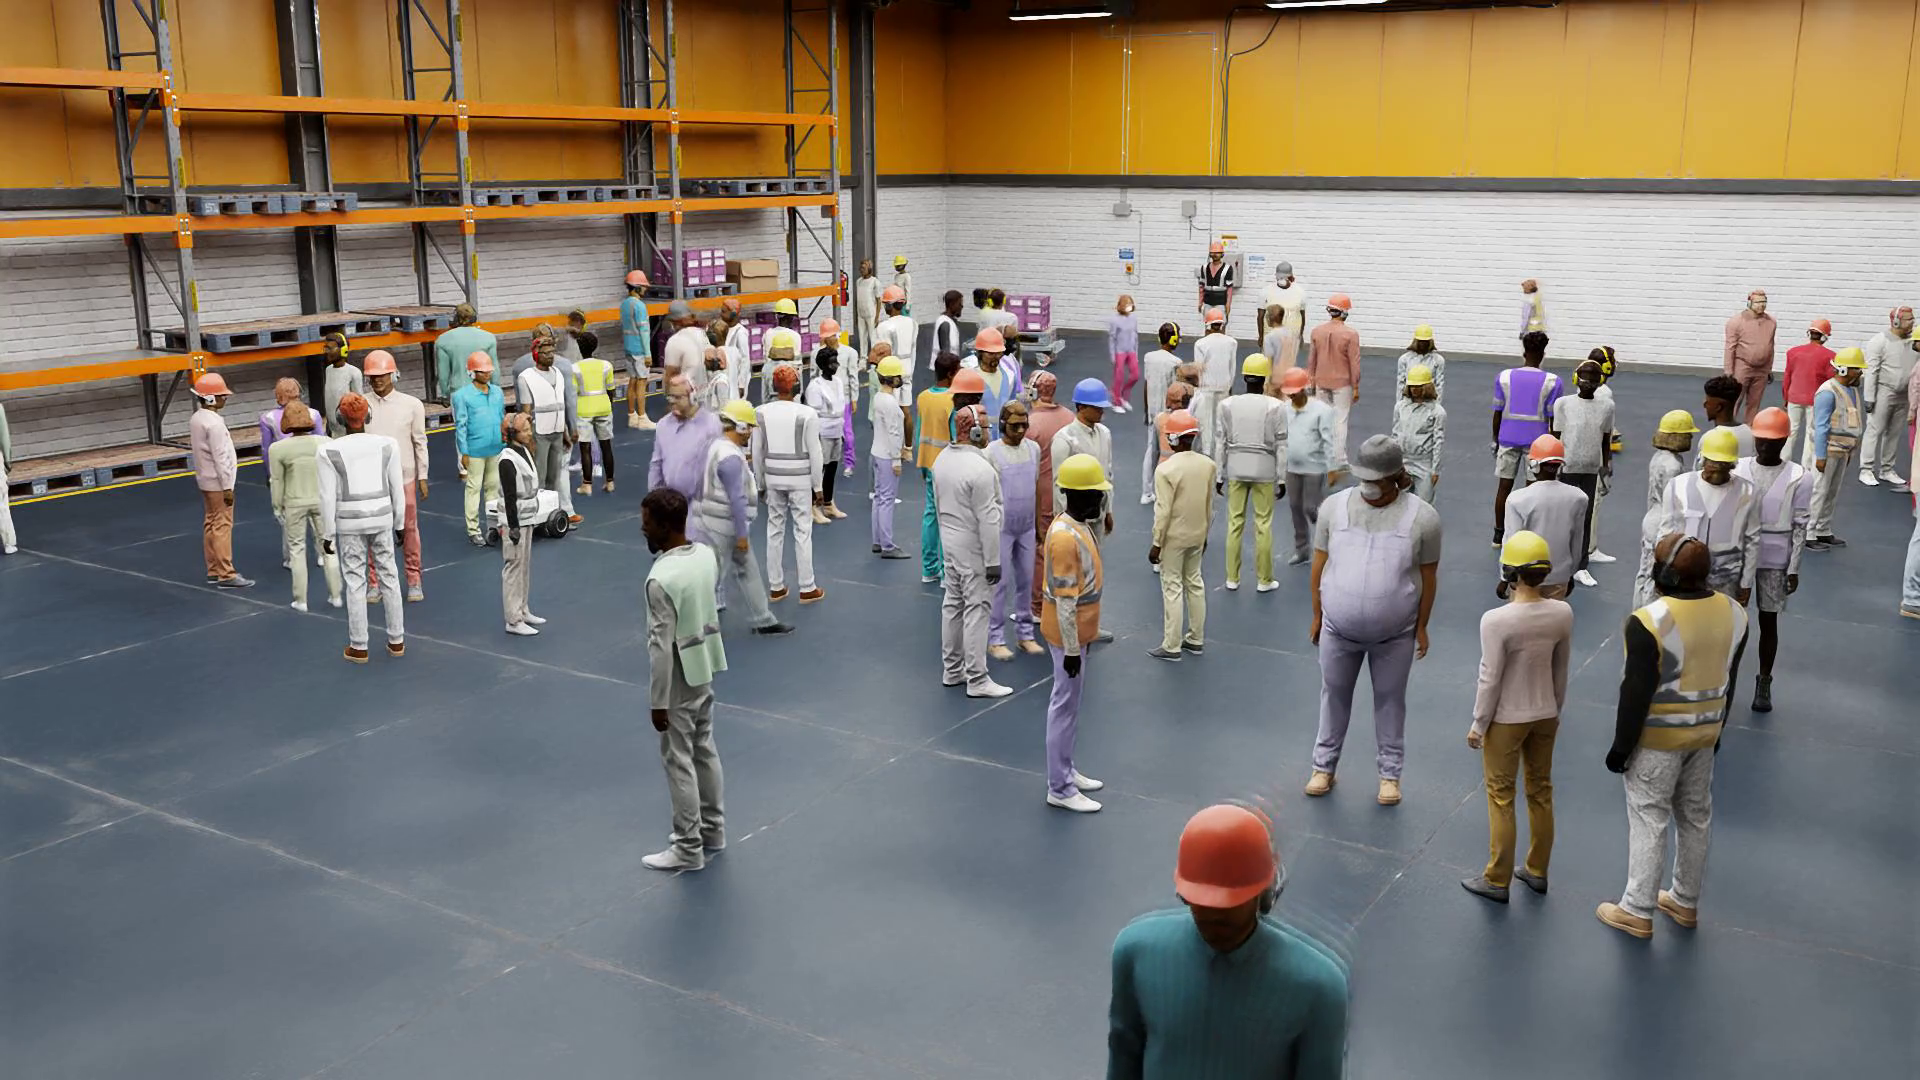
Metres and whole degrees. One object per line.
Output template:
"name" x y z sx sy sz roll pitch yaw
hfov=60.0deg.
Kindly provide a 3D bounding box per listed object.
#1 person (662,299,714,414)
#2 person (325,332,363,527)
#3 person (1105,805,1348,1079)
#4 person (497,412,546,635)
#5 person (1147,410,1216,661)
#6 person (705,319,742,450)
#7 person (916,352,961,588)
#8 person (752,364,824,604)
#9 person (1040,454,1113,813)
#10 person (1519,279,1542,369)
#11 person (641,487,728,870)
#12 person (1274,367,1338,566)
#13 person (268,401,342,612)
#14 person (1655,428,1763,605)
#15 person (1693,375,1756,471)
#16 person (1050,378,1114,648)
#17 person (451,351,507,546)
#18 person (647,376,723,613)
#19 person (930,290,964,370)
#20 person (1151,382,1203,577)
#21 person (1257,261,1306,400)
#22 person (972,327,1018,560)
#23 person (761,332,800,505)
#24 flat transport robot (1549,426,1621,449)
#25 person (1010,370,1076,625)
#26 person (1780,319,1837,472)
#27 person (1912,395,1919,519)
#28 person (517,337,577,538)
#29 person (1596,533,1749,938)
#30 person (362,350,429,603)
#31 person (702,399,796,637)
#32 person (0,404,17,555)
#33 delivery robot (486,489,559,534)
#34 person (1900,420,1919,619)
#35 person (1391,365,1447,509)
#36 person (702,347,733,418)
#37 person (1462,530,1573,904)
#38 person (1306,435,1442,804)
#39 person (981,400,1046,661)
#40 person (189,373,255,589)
"person" -2.797 -1.551 17.531 0.751 2.000 0.702 7 15 28
"person" -5.769 -1.013 15.563 0.521 1.877 0.328 8 15 32
"person" 0.622 1.594 4.105 0.625 1.939 1.010 4 14 18
"person" -3.243 -0.127 12.238 0.310 1.638 0.523 -1 13 -2
"person" 1.521 -0.036 11.590 0.575 1.749 0.336 -11 17 -40
"person" -2.432 -1.335 17.025 0.346 1.847 0.506 6 14 24
"person" -0.136 -0.569 13.542 0.377 1.917 0.600 -9 16 -35
"person" -1.336 -0.431 13.024 0.574 1.883 0.355 4 14 16
"person" 0.621 0.487 8.941 0.369 1.928 0.585 2 13 7
"person" 8.907 -3.263 25.910 0.329 1.609 0.652 9 16 35
"person" -1.355 0.681 8.150 0.396 1.911 0.588 4 13 15
"person" 2.939 -0.628 14.234 0.490 1.714 0.600 -12 18 -42
"person" -5.043 -0.256 12.833 0.504 1.629 0.277 -8 15 -30
"person" 4.672 0.197 10.429 0.594 1.825 0.403 6 14 24
"person" 5.359 -0.189 11.793 0.613 1.962 0.367 -10 16 -38
"person" 0.885 -0.189 11.845 0.415 1.940 0.607 11 17 41
"person" -4.307 -0.837 15.066 0.326 1.752 0.561 8 15 31
"person" -2.085 -0.266 12.333 0.670 1.862 0.953 8 15 31
"person" -0.139 -2.041 19.952 0.428 1.906 0.643 2 13 7
"person" 1.803 -0.496 13.840 0.305 1.637 0.522 -11 17 -41
"person" 4.540 -2.912 23.437 0.688 2.000 0.536 0 13 1
"person" 0.256 -0.805 14.292 0.614 2.042 0.373 -8 15 -32
"person" -1.783 -1.226 16.774 0.487 1.743 0.315 10 16 38
"flat transport robot" 7.650 -1.327 20.439 0.652 0.197 1.431 2 13 10
"person" 0.607 -0.320 12.486 0.404 1.911 0.636 12 17 41
"person" 9.297 -1.550 18.195 0.353 1.738 0.574 -12 18 -42
"person" 9.474 -1.050 15.987 0.518 1.756 0.347 3 13 13
"person" -3.840 -0.960 15.398 0.388 1.846 0.565 6 14 24
"person" 3.166 0.872 7.455 0.619 1.847 0.430 -5 14 -20
"person" -4.481 -0.494 13.046 0.610 1.996 0.379 -2 13 -7
"person" -1.691 -0.129 11.978 0.920 1.770 0.610 -2 13 -8
"person" -8.543 -0.649 14.499 0.512 1.641 0.307 -10 16 -36
"delivery robot" -3.981 -0.295 15.134 0.477 0.478 0.707 6 14 24
"person" 7.412 -0.396 12.619 0.372 1.997 0.620 8 15 32
"person" 3.891 -0.632 14.226 0.329 1.734 0.482 -12 18 -43
"person" -2.369 -1.080 16.371 0.310 1.638 0.522 -3 13 -15
"person" 2.610 0.827 7.823 0.533 1.767 0.326 -6 14 -23
"person" 2.207 0.424 8.968 0.672 2.000 0.536 5 14 21
"person" 0.361 -0.066 11.558 0.516 1.835 0.358 -9 16 -33
"person" -6.027 -0.483 13.530 0.331 1.750 0.572 -11 17 -39
